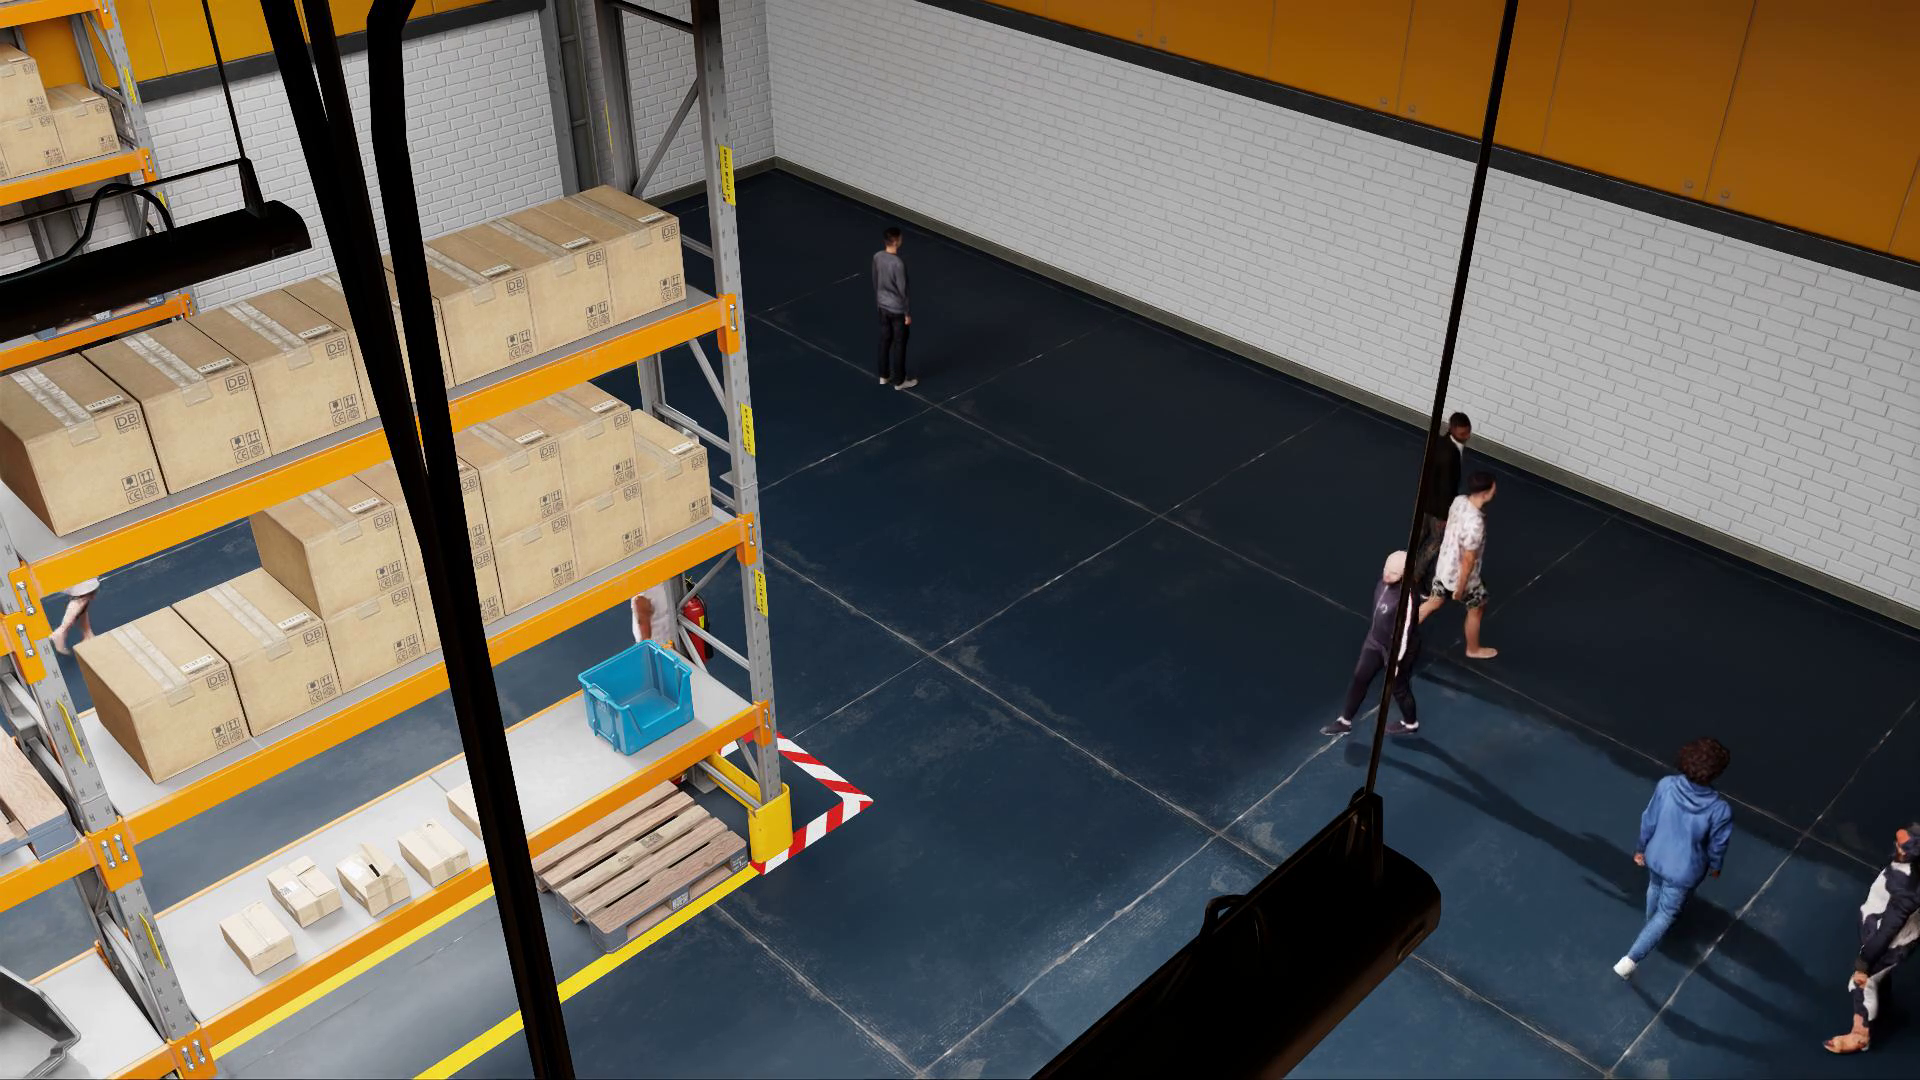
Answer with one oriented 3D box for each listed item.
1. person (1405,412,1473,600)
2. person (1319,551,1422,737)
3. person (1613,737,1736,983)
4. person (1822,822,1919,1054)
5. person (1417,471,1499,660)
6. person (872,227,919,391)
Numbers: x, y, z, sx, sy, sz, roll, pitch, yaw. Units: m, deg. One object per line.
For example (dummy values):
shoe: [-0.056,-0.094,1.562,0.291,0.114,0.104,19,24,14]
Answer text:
person: [4.037,-0.318,14.079,0.881,1.778,0.747,2,34,3]
person: [3.305,0.781,12.422,1.172,1.783,1.050,-1,34,-1]
person: [4.487,2.048,10.517,1.137,1.781,0.789,-22,39,-29]
person: [5.610,2.373,9.961,0.670,1.856,0.976,-27,42,-34]
person: [3.882,0.236,13.239,1.247,1.785,1.101,-5,34,-8]
person: [-0.694,-2.408,17.241,0.623,1.760,0.522,27,42,34]
